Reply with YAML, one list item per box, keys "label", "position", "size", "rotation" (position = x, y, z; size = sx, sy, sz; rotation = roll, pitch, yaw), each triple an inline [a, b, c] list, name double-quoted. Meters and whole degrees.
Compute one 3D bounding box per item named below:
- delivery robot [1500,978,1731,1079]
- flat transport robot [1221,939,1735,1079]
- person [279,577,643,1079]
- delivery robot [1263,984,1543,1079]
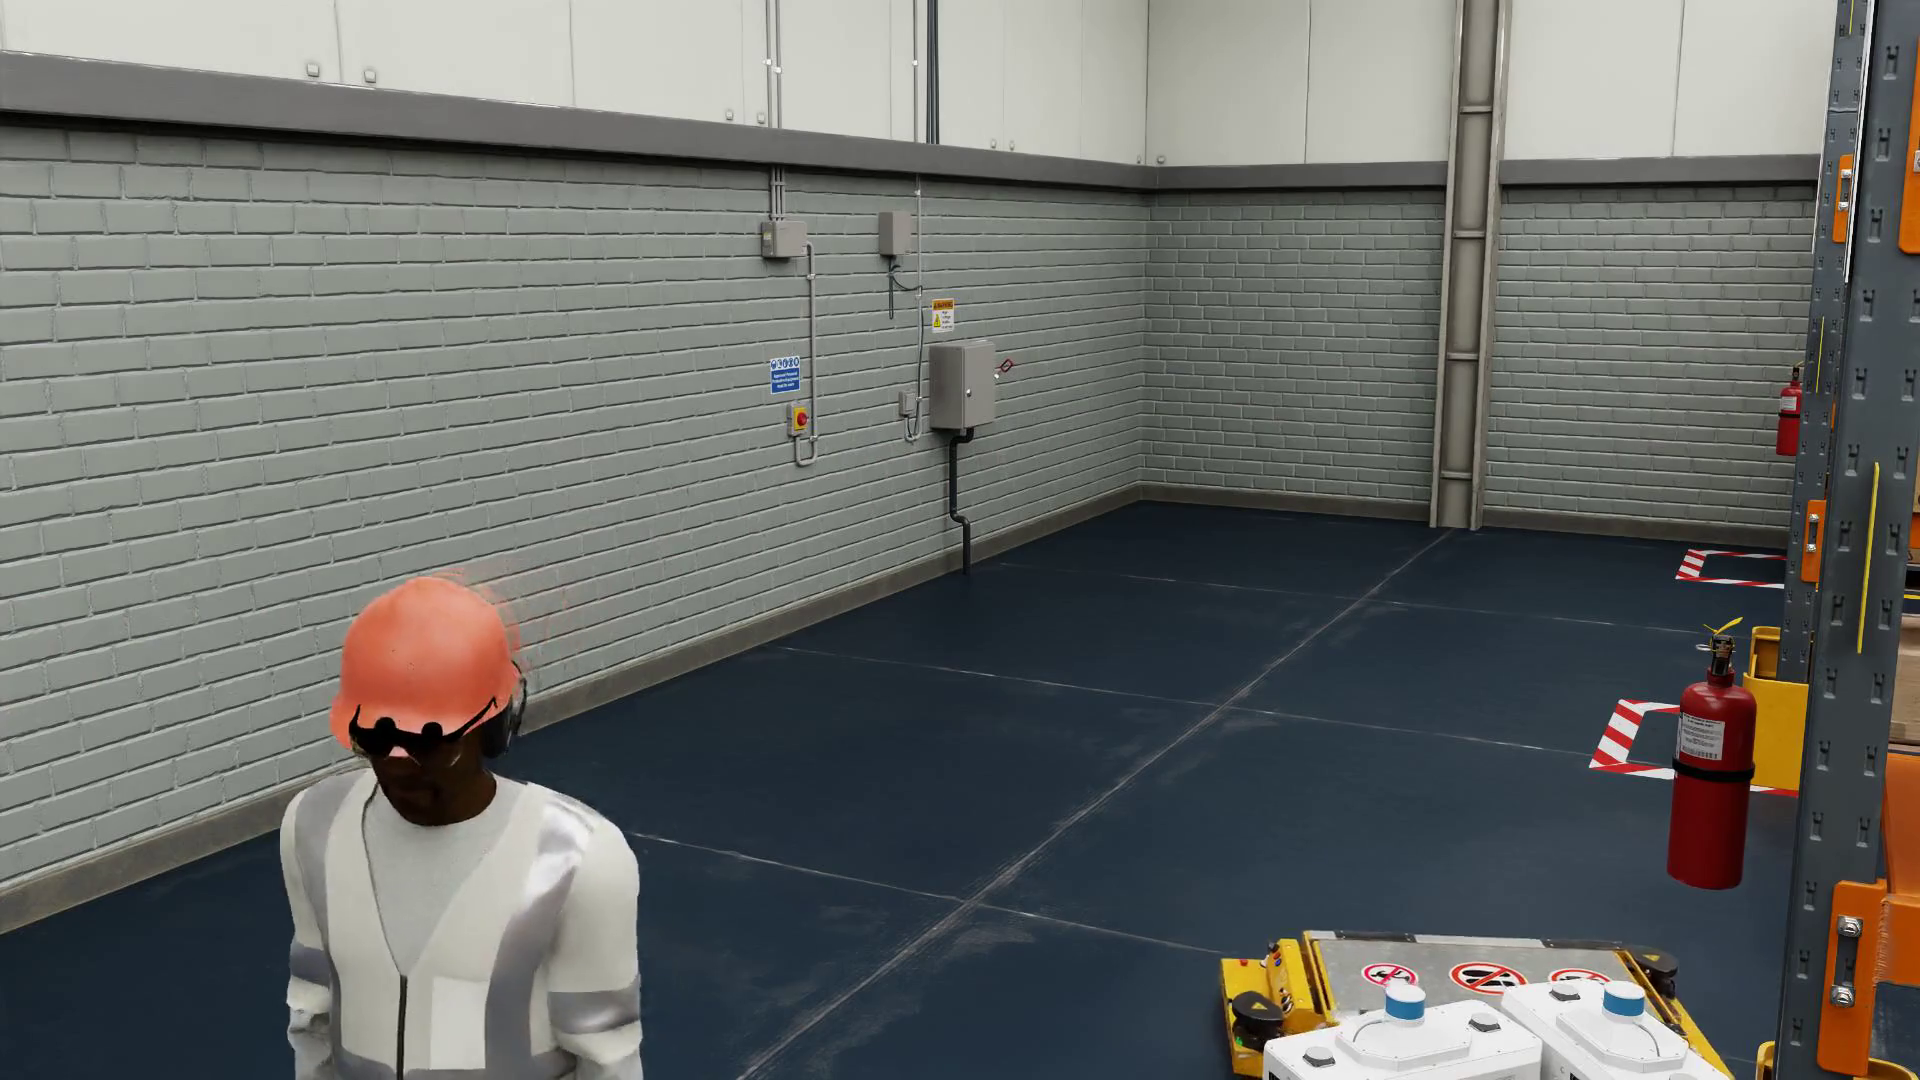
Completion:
- label: "delivery robot"
  position: [1.733, 1.406, 4.375]
  size: [0.477, 0.478, 0.707]
  rotation: [-2, 11, -13]
- label: "flat transport robot"
  position: [1.553, 1.450, 5.165]
  size: [1.431, 0.197, 0.652]
  rotation: [1, 10, 5]
- label: "person"
  position: [-0.798, 1.032, 2.669]
  size: [0.634, 2.021, 0.501]
  rotation: [3, 11, 14]
- label: "delivery robot"
  position: [1.156, 1.409, 4.359]
  size: [0.707, 0.478, 0.477]
  rotation: [-4, 11, -21]
